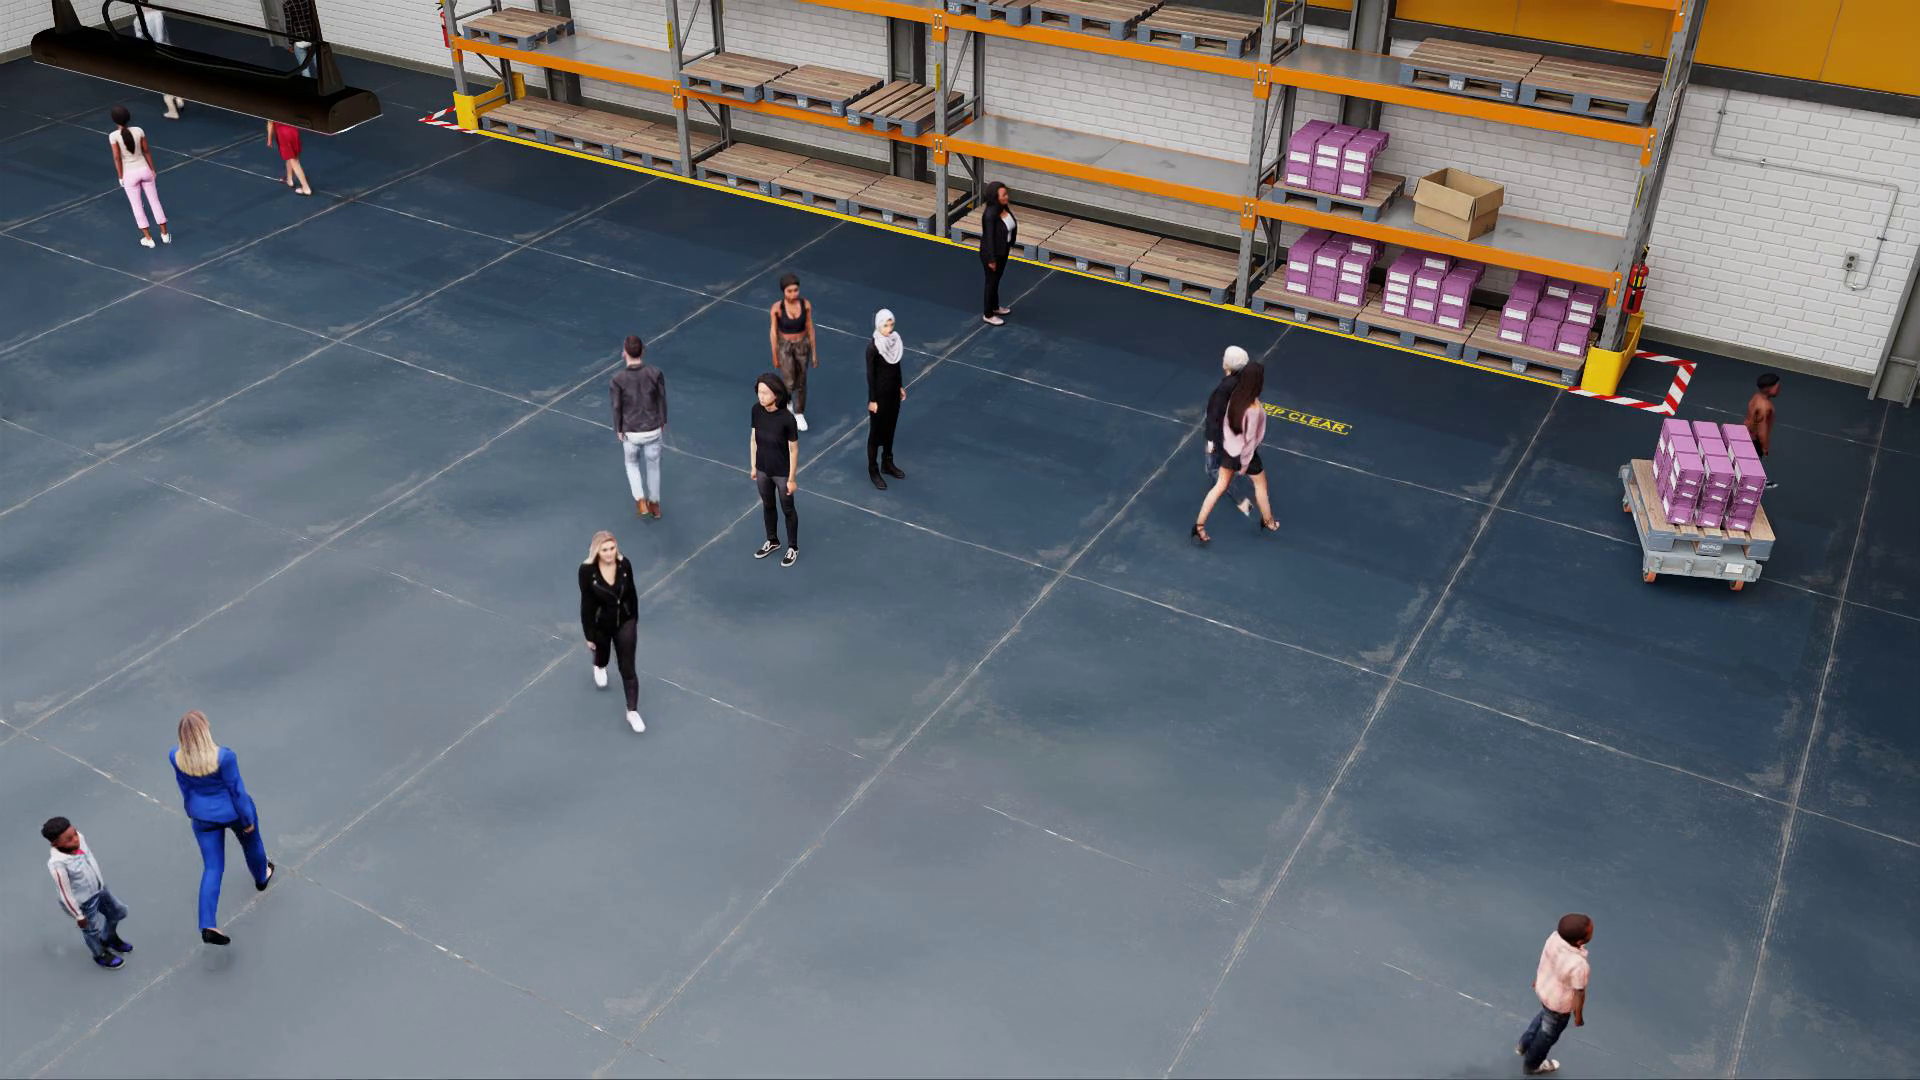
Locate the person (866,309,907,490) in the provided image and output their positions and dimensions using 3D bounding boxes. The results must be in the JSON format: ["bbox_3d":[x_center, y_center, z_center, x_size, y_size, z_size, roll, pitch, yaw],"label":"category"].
[{"bbox_3d":[-0.706,-1.339,15.504,0.584,1.779,0.640,25,41,33],"label":"person"}]

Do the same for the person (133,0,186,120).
[{"bbox_3d":[-11.465,-6.942,23.878,0.678,1.841,0.680,15,37,22],"label":"person"}]

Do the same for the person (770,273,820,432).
[{"bbox_3d":[-1.665,-1.888,16.411,0.769,1.688,0.830,-14,36,-19],"label":"person"}]

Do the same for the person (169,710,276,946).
[{"bbox_3d":[-4.819,1.866,10.783,1.164,1.666,1.051,1,34,1],"label":"person"}]

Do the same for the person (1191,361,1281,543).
[{"bbox_3d":[2.359,-0.709,14.582,1.078,1.749,1.097,-12,35,-17],"label":"person"}]

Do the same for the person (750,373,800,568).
[{"bbox_3d":[-1.594,-0.642,14.403,0.455,1.836,0.683,18,37,24],"label":"person"}]

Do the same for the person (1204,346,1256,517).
[{"bbox_3d":[2.472,-0.933,15.322,1.016,1.769,0.850,27,42,35],"label":"person"}]

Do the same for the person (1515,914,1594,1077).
[{"bbox_3d":[3.480,2.703,9.854,0.617,1.302,0.569,-5,34,-8],"label":"person"}]

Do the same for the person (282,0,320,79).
[{"bbox_3d":[-9.667,-7.373,24.544,0.623,1.821,0.715,27,42,34],"label":"person"}]

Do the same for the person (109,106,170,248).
[{"bbox_3d":[-9.978,-4.418,20.170,0.655,1.741,0.629,-27,42,-35],"label":"person"}]

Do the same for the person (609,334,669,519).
[{"bbox_3d":[-2.822,-0.962,14.892,0.770,1.827,0.815,-12,35,-18],"label":"person"}]

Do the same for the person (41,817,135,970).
[{"bbox_3d":[-5.637,2.234,10.606,0.616,1.249,0.582,4,34,7],"label":"person"}]

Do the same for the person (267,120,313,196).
[{"bbox_3d":[-8.668,-5.204,21.545,0.874,1.528,0.582,13,36,19],"label":"person"}]

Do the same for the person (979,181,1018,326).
[{"bbox_3d":[0.385,-3.194,18.443,0.696,1.615,0.699,9,35,14],"label":"person"}]

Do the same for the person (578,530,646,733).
[{"bbox_3d":[-2.687,0.622,12.659,1.011,1.661,1.160,-14,36,-20],"label":"person"}]
